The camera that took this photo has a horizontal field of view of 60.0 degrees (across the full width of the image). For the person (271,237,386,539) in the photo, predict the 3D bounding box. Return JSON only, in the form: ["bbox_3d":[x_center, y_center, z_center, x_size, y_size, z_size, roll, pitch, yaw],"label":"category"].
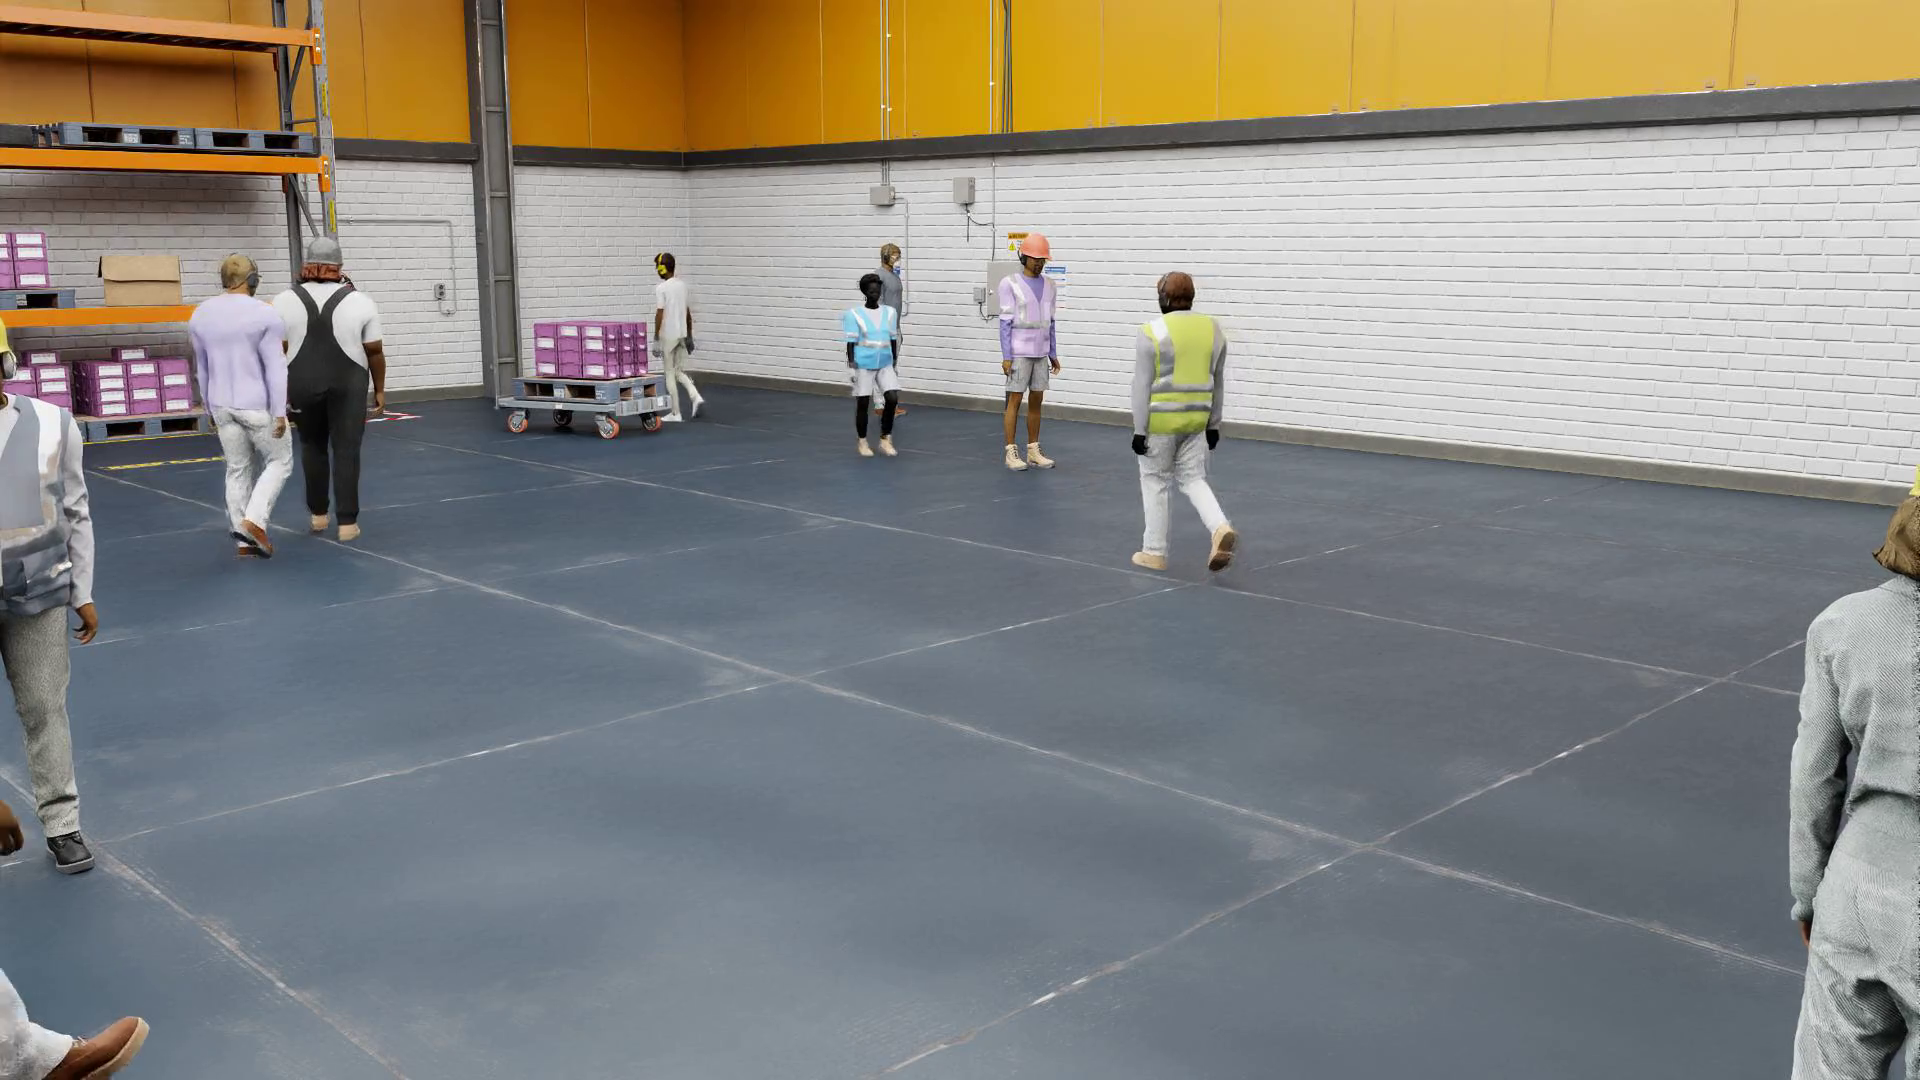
[{"bbox_3d":[-4.257,-1.056,11.302,0.702,2.000,0.874,-2,11,-12],"label":"person"}]

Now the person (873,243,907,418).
[{"bbox_3d":[-0.800,-2.338,18.579,0.373,1.938,0.627,3,11,17],"label":"person"}]

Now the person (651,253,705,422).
[{"bbox_3d":[-3.074,-2.176,17.970,0.482,1.844,0.530,6,12,30],"label":"person"}]

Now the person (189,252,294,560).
[{"bbox_3d":[-4.430,-0.809,10.293,0.638,1.920,0.463,2,11,9],"label":"person"}]

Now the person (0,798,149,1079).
[{"bbox_3d":[-2.187,0.493,3.403,0.590,1.837,0.939,10,14,44],"label":"person"}]

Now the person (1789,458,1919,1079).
[{"bbox_3d":[1.636,0.654,2.799,0.316,1.741,0.488,-6,12,-29],"label":"person"}]

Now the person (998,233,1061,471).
[{"bbox_3d":[0.619,-1.619,14.392,0.605,2.035,0.389,-7,13,-35],"label":"person"}]

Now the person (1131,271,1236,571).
[{"bbox_3d":[1.322,-0.685,9.903,0.633,1.819,0.734,-5,12,-27],"label":"person"}]

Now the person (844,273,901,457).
[{"bbox_3d":[-0.768,-1.565,15.060,0.547,1.675,0.572,-5,12,-25],"label":"person"}]

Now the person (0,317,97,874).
[{"bbox_3d":[-3.001,0.172,5.173,0.586,1.833,0.403,-8,13,-36],"label":"person"}]
